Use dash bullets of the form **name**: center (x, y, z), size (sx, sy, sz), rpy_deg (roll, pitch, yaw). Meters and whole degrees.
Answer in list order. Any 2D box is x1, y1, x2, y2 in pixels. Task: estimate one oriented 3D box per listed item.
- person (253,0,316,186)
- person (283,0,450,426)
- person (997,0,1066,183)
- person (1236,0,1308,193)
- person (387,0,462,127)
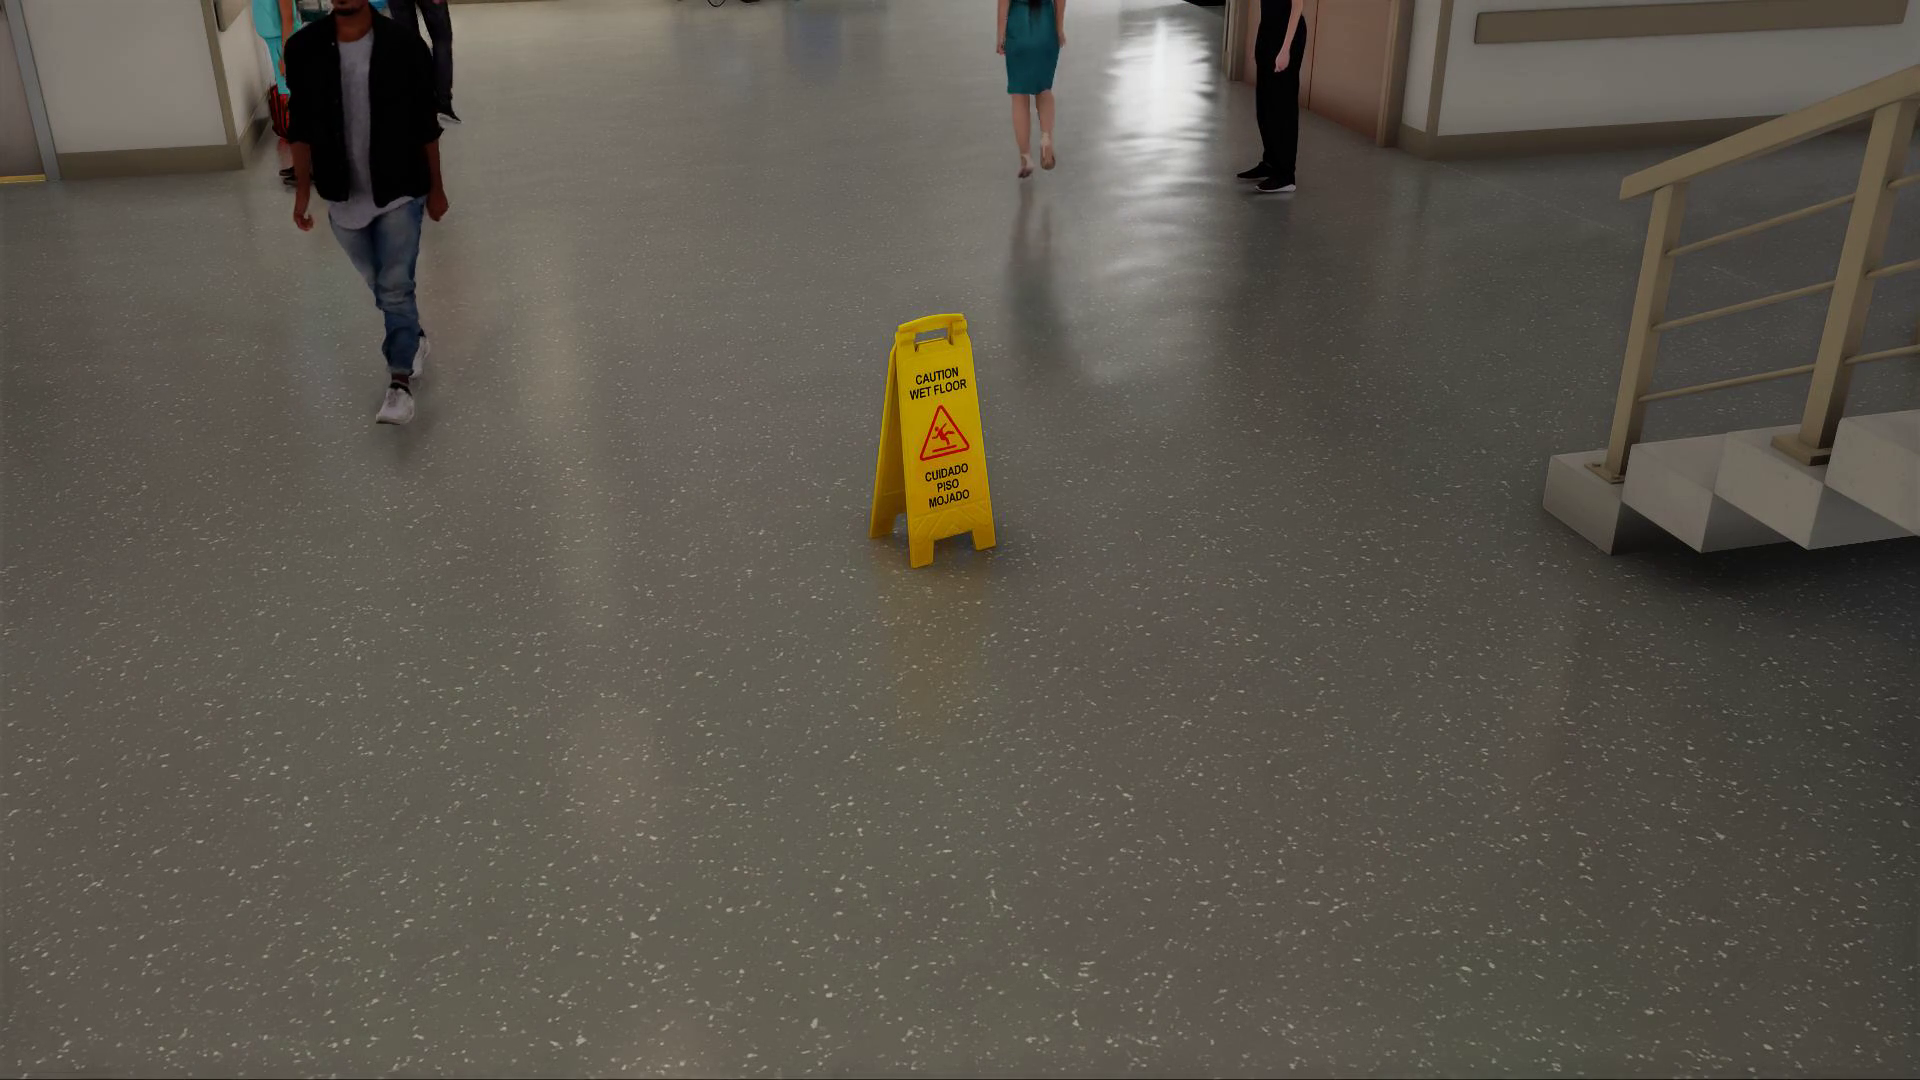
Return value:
- **person**: center (-3.960, -2.895, 9.798), size (0.635, 1.558, 0.524), rpy_deg (-10, 28, -21)
- **person**: center (-2.251, -1.393, 6.442), size (0.926, 1.768, 1.249), rpy_deg (1, 26, 2)
- **person**: center (0.440, -2.903, 9.677), size (0.561, 1.678, 0.638), rpy_deg (-7, 27, -14)
- **person**: center (1.872, -2.907, 9.605), size (0.620, 1.748, 0.449), rpy_deg (-6, 26, -13)
- **person**: center (-3.612, -3.619, 10.854), size (0.653, 1.945, 0.648), rpy_deg (-2, 26, -4)
